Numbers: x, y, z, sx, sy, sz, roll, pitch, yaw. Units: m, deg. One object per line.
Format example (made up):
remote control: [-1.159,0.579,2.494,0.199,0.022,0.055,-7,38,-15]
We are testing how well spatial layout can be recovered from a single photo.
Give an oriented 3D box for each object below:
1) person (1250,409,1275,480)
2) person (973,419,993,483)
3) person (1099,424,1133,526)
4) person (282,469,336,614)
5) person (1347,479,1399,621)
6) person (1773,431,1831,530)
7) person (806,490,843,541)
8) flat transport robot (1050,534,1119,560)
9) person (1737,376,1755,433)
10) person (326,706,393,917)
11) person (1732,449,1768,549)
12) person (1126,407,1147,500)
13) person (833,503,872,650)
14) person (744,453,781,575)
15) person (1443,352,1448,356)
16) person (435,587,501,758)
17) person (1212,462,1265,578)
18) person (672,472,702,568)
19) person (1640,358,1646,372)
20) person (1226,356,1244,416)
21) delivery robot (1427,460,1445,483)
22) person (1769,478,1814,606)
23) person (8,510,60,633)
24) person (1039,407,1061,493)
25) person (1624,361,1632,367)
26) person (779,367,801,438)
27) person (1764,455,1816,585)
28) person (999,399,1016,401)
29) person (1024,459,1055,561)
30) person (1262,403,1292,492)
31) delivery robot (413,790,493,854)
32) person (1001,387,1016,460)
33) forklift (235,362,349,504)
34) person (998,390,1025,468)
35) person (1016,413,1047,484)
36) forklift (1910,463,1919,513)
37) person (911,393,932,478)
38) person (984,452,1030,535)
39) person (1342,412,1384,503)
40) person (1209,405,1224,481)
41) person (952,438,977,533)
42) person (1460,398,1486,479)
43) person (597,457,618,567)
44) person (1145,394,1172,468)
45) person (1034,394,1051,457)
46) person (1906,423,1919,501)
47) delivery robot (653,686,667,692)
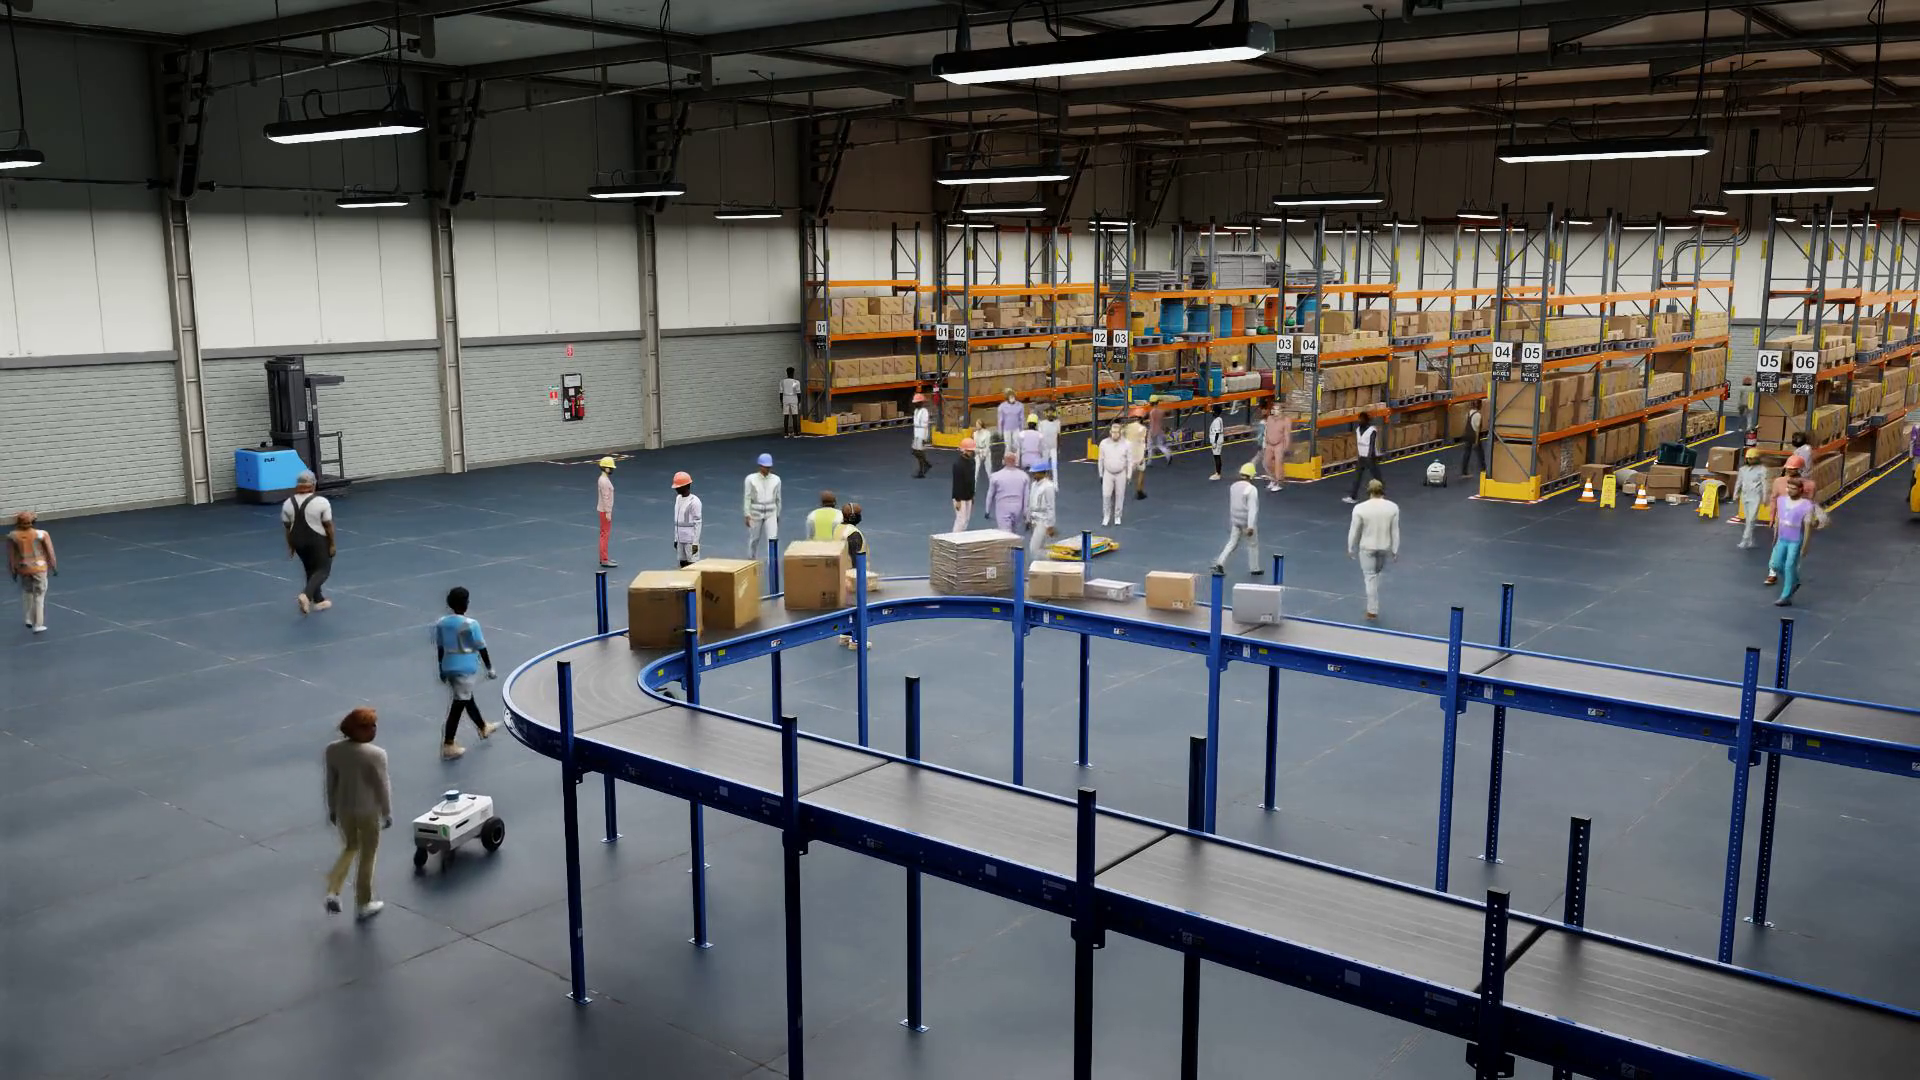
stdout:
person: [6.789,-2.158,35.117,0.857,1.608,0.515,4,11,22]
person: [0.453,-1.744,32.802,0.513,1.594,0.851,9,13,41]
person: [2.867,-1.191,28.853,0.653,1.881,0.732,2,10,9]
person: [-8.999,0.036,21.636,0.690,2.000,0.825,3,10,14]
person: [5.618,0.110,21.458,0.662,1.910,0.832,-1,10,-8]
person: [15.351,-1.071,28.426,0.858,1.808,0.624,3,10,16]
person: [-1.686,0.224,21.126,0.654,1.794,0.905,4,11,23]
flat transport robot: [2.045,0.115,26.172,0.652,0.197,1.431,6,12,32]
person: [22.490,-3.873,44.740,0.503,1.612,0.745,3,11,18]
person: [-4.463,2.025,11.561,0.511,1.612,0.412,3,10,15]
person: [13.344,-0.693,26.530,0.831,1.704,0.512,-7,12,-33]
person: [3.558,-1.763,31.998,0.713,1.915,0.558,-10,14,-43]
person: [-1.360,0.446,19.774,0.429,1.845,0.621,-5,11,-26]
person: [-3.105,-0.429,24.505,0.615,1.917,0.898,-4,11,-19]
person: [15.926,-5.195,51.322,0.527,1.919,0.556,3,11,17]
person: [-4.888,1.280,15.576,0.543,1.651,0.885,6,12,32]
person: [4.312,-0.298,24.098,0.872,1.802,0.599,-6,12,-29]
person: [-3.876,-0.011,22.100,0.373,1.928,0.543,-10,14,-44]
person: [21.688,-4.887,49.362,0.625,2.003,0.963,-2,10,-12]
person: [8.818,-4.963,50.107,0.599,1.893,0.933,7,12,34]
delivery robot: [10.429,-1.513,34.260,0.477,0.478,0.707,4,11,20]
person: [11.806,0.016,22.207,0.458,1.829,0.603,-4,11,-20]
person: [-12.177,0.407,20.596,0.528,1.624,0.420,0,10,-2]
person: [1.898,-1.896,32.995,0.505,1.819,0.972,-1,10,-4]
person: [20.111,-4.439,47.134,0.669,1.886,0.517,-9,13,-40]
person: [-4.706,-3.824,43.455,0.612,1.962,0.363,2,10,11]
person: [12.475,-0.290,23.495,0.612,1.990,0.392,10,14,43]
person: [1.385,-4.154,45.633,0.551,1.851,0.440,7,12,33]
person: [1.136,-0.256,23.478,0.642,1.923,0.633,-3,11,-19]
person: [6.721,-1.981,33.282,0.431,1.891,0.676,-8,13,-38]
delivery robot: [-4.150,2.297,12.819,0.477,0.478,0.707,3,11,17]
person: [1.269,-2.814,38.227,0.604,1.816,0.663,-9,14,-42]
forklift: [-13.803,-2.244,32.110,1.129,2.768,1.873,8,13,37]
person: [1.197,-2.503,36.151,0.655,1.917,0.582,-2,10,-10]
person: [1.401,-1.518,30.626,0.608,1.909,0.437,1,10,3]
forklift: [19.034,-1.348,28.998,2.313,2.155,1.214,8,13,37]
person: [-0.881,-2.368,35.400,0.476,1.922,0.543,-5,11,-28]
person: [0.751,-0.468,24.873,0.656,1.856,0.987,-3,11,-18]
person: [8.260,-1.676,31.714,1.050,1.858,0.605,-6,11,-28]
person: [5.726,-2.179,34.955,0.316,1.695,0.542,3,10,14]
person: [0.086,-0.709,25.930,0.467,1.977,0.620,6,11,29]
person: [11.653,-2.273,35.149,0.844,1.812,0.517,-4,11,-20]
person: [-5.650,-0.458,25.092,0.328,1.761,0.533,-3,11,-16]
person: [4.681,-2.579,37.058,0.636,1.746,0.532,9,13,40]
person: [2.020,-2.847,38.994,0.833,1.593,0.514,8,13,37]
person: [19.555,-1.727,31.733,0.551,1.934,0.373,8,13,37]
delivery robot: [-3.435,1.455,16.837,0.698,0.223,0.335,9,14,43]
